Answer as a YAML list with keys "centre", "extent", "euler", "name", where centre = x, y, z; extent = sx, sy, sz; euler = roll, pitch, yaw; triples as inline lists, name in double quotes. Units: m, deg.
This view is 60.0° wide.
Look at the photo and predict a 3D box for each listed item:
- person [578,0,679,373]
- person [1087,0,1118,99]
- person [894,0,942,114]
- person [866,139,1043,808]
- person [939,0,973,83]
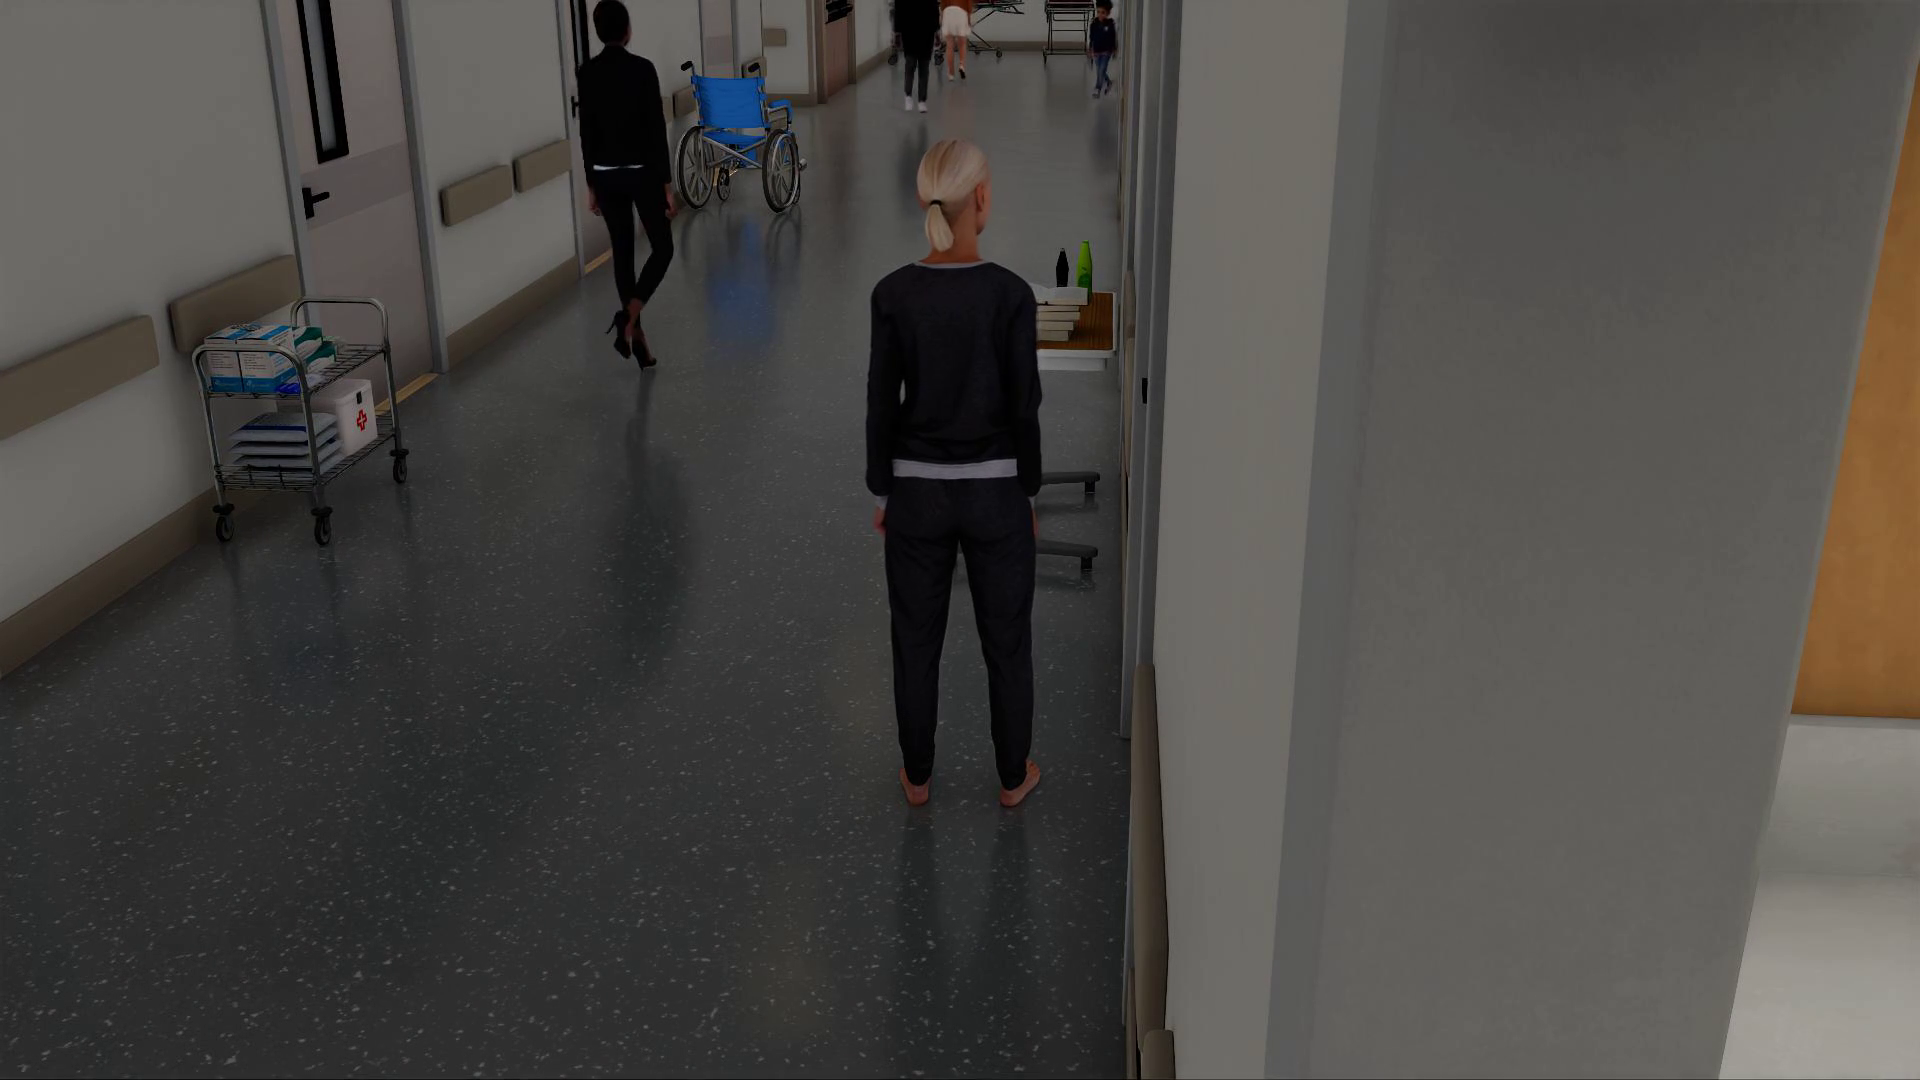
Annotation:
- centre: [-1.648, -1.686, 8.160]
  extent: [0.669, 1.825, 0.832]
  euler: [4, 21, 11]
  name: "person"
- centre: [1.804, -6.132, 20.776]
  extent: [0.709, 1.202, 0.878]
  euler: [12, 24, 28]
  name: "person"
- centre: [-0.505, -5.852, 19.269]
  extent: [0.742, 1.746, 0.742]
  euler: [-5, 21, -13]
  name: "person"
- centre: [-0.004, -0.136, 4.206]
  extent: [0.601, 1.727, 0.515]
  euler: [2, 21, 6]
  name: "person"
- centre: [-0.066, -7.146, 22.742]
  extent: [0.642, 1.707, 0.686]
  euler: [0, 21, 0]
  name: "person"
